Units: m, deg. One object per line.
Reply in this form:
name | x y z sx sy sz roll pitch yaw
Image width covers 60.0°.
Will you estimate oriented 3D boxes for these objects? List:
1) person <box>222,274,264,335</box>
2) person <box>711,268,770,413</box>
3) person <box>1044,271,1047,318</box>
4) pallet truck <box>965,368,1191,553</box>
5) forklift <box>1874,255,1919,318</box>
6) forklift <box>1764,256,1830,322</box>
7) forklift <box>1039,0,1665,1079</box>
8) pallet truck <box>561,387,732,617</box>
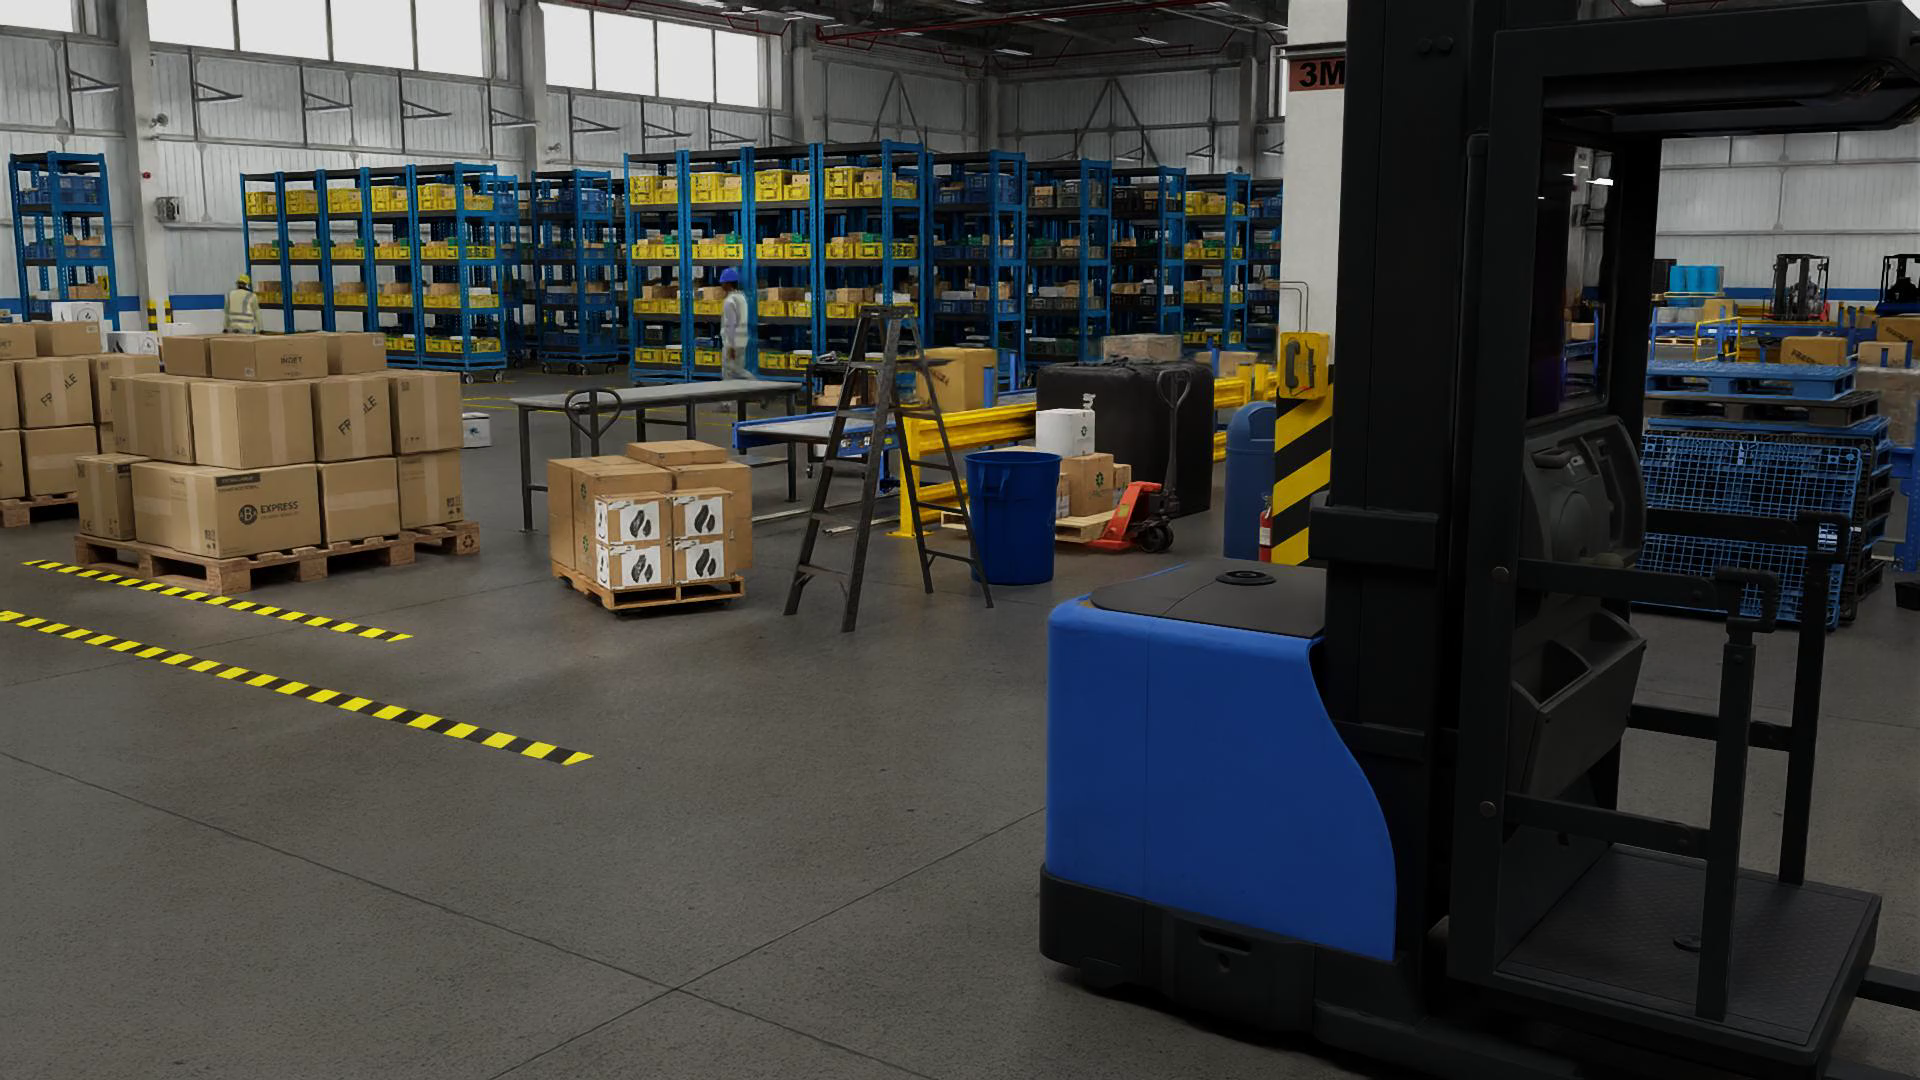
person | -12.327 -3.673 28.632 0.631 1.807 0.445 2 10 11
person | -2.924 -2.626 22.024 0.747 1.931 0.616 3 10 15
person | 1.973 -5.599 39.989 0.564 1.837 0.388 7 12 37
pallet truck | 0.845 -0.609 11.869 1.630 1.274 0.653 7 12 35
forklift | 22.089 -5.634 38.796 1.157 1.987 2.680 6 11 33
forklift | 20.253 -5.854 40.139 1.157 1.987 2.680 7 12 35
forklift | 1.249 -0.137 4.360 1.873 2.768 1.129 7 12 35
pallet truck | -1.981 -0.274 10.088 0.680 1.201 1.601 -5 11 -28
